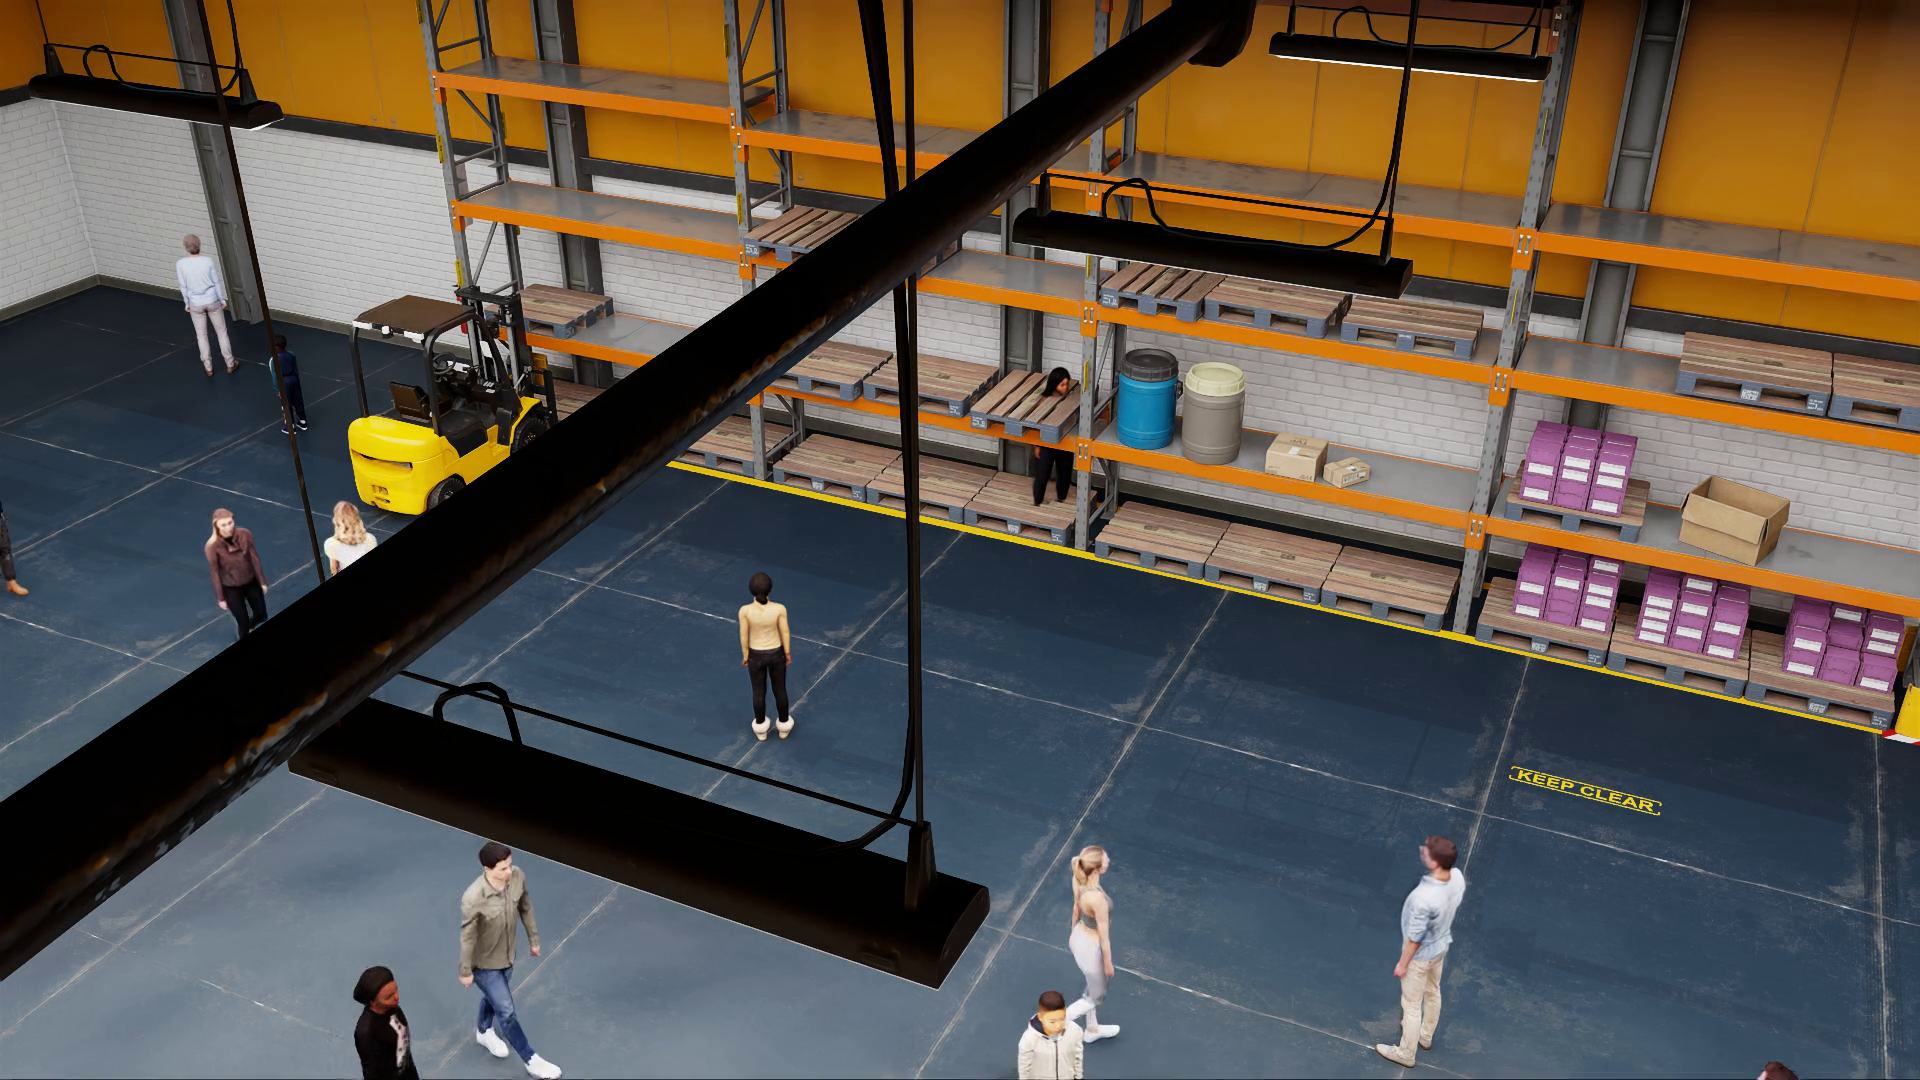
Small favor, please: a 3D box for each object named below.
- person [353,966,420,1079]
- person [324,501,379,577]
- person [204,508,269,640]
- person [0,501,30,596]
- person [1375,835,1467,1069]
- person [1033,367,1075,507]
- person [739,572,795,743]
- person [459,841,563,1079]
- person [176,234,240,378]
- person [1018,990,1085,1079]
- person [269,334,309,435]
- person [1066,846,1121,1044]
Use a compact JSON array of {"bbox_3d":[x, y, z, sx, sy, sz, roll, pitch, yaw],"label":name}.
[{"bbox_3d":[-3.610,3.293,10.298,1.027,1.647,0.728,4,29,8],"label":"person"},{"bbox_3d":[-5.550,0.481,15.387,0.754,1.712,0.809,-11,31,-19],"label":"person"},{"bbox_3d":[-6.747,0.420,15.520,0.821,1.691,0.737,24,37,37],"label":"person"},{"bbox_3d":[-9.860,-0.225,16.684,0.938,1.709,0.686,14,32,25],"label":"person"},{"bbox_3d":[3.113,2.735,11.112,0.719,1.847,0.690,-24,37,-37],"label":"person"},{"bbox_3d":[1.028,-1.050,18.089,0.779,1.812,0.830,-11,31,-20],"label":"person"},{"bbox_3d":[-1.683,1.004,14.482,0.662,1.660,0.748,-3,29,-6],"label":"person"},{"bbox_3d":[-3.190,2.741,11.129,1.046,1.822,0.756,17,33,28],"label":"person"},{"bbox_3d":[-9.862,-3.079,21.723,0.746,1.894,0.811,-9,30,-16],"label":"person"},{"bbox_3d":[0.549,3.364,10.373,0.640,1.452,0.695,-11,30,-19],"label":"person"},{"bbox_3d":[-8.190,-1.913,20.251,0.509,1.255,0.529,18,34,30],"label":"person"},{"bbox_3d":[0.805,2.786,11.182,0.969,1.691,0.909,-11,30,-19],"label":"person"}]
